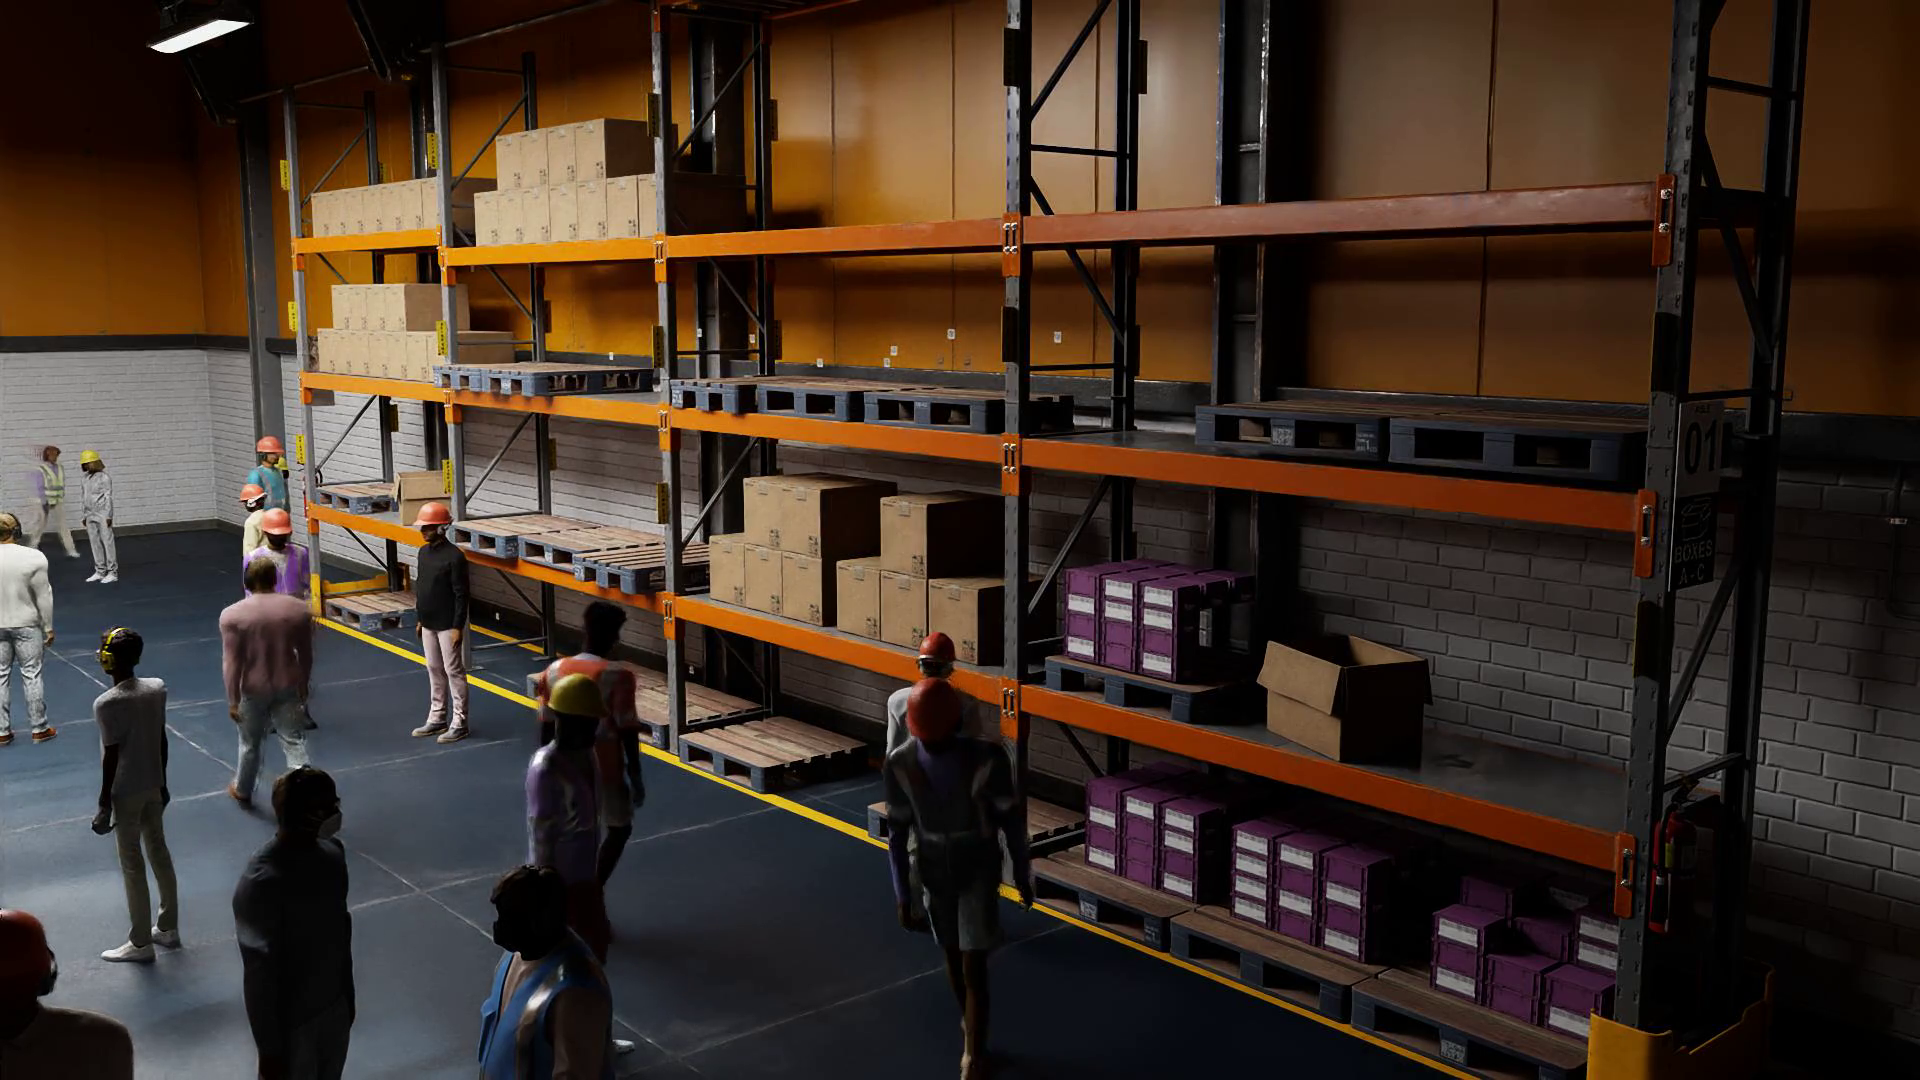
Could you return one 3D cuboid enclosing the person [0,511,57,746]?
[{"bbox_3d":[-7.772,0.726,13.656,0.634,1.939,0.367,-2,8,-14],"label":"person"}]

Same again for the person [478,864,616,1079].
[{"bbox_3d":[-1.361,1.954,5.506,0.431,1.835,0.623,-5,10,-32],"label":"person"}]

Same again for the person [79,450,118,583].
[{"bbox_3d":[-11.200,-0.307,21.559,0.491,1.731,0.324,3,9,20],"label":"person"}]

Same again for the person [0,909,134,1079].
[{"bbox_3d":[-2.639,1.991,4.714,0.617,1.984,0.408,-3,9,-21],"label":"person"}]

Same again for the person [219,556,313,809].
[{"bbox_3d":[-4.865,1.037,11.689,0.642,1.874,1.037,-7,10,-38],"label":"person"}]

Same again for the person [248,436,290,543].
[{"bbox_3d":[-8.188,-0.213,19.831,0.385,2.042,0.614,1,8,5],"label":"person"}]

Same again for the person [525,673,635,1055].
[{"bbox_3d":[-1.830,1.565,7.898,0.411,1.914,0.637,2,8,11],"label":"person"}]

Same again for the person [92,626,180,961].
[{"bbox_3d":[-4.591,1.399,9.211,0.329,1.873,0.516,2,8,14],"label":"person"}]

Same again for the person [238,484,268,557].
[{"bbox_3d":[-7.364,0.277,17.463,0.348,1.740,0.574,0,8,0],"label":"person"}]

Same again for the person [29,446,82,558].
[{"bbox_3d":[-12.933,-0.539,23.610,0.833,1.601,0.531,3,9,18],"label":"person"}]

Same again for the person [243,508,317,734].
[{"bbox_3d":[-5.727,0.680,14.043,0.549,1.924,0.391,-7,11,-42],"label":"person"}]

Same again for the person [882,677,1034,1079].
[{"bbox_3d":[-0.035,1.584,7.577,0.683,1.969,0.956,2,9,16],"label":"person"}]

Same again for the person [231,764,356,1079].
[{"bbox_3d":[-2.485,1.791,6.289,0.371,1.932,0.627,1,8,8],"label":"person"}]

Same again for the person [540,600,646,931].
[{"bbox_3d":[-2.141,1.304,9.618,0.705,1.944,0.470,3,9,22],"label":"person"}]

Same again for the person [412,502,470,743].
[{"bbox_3d":[-4.312,0.678,13.790,0.612,1.995,0.382,6,10,37],"label":"person"}]

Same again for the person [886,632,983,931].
[{"bbox_3d":[-0.136,1.397,9.630,0.575,1.747,0.336,1,8,10],"label":"person"}]
